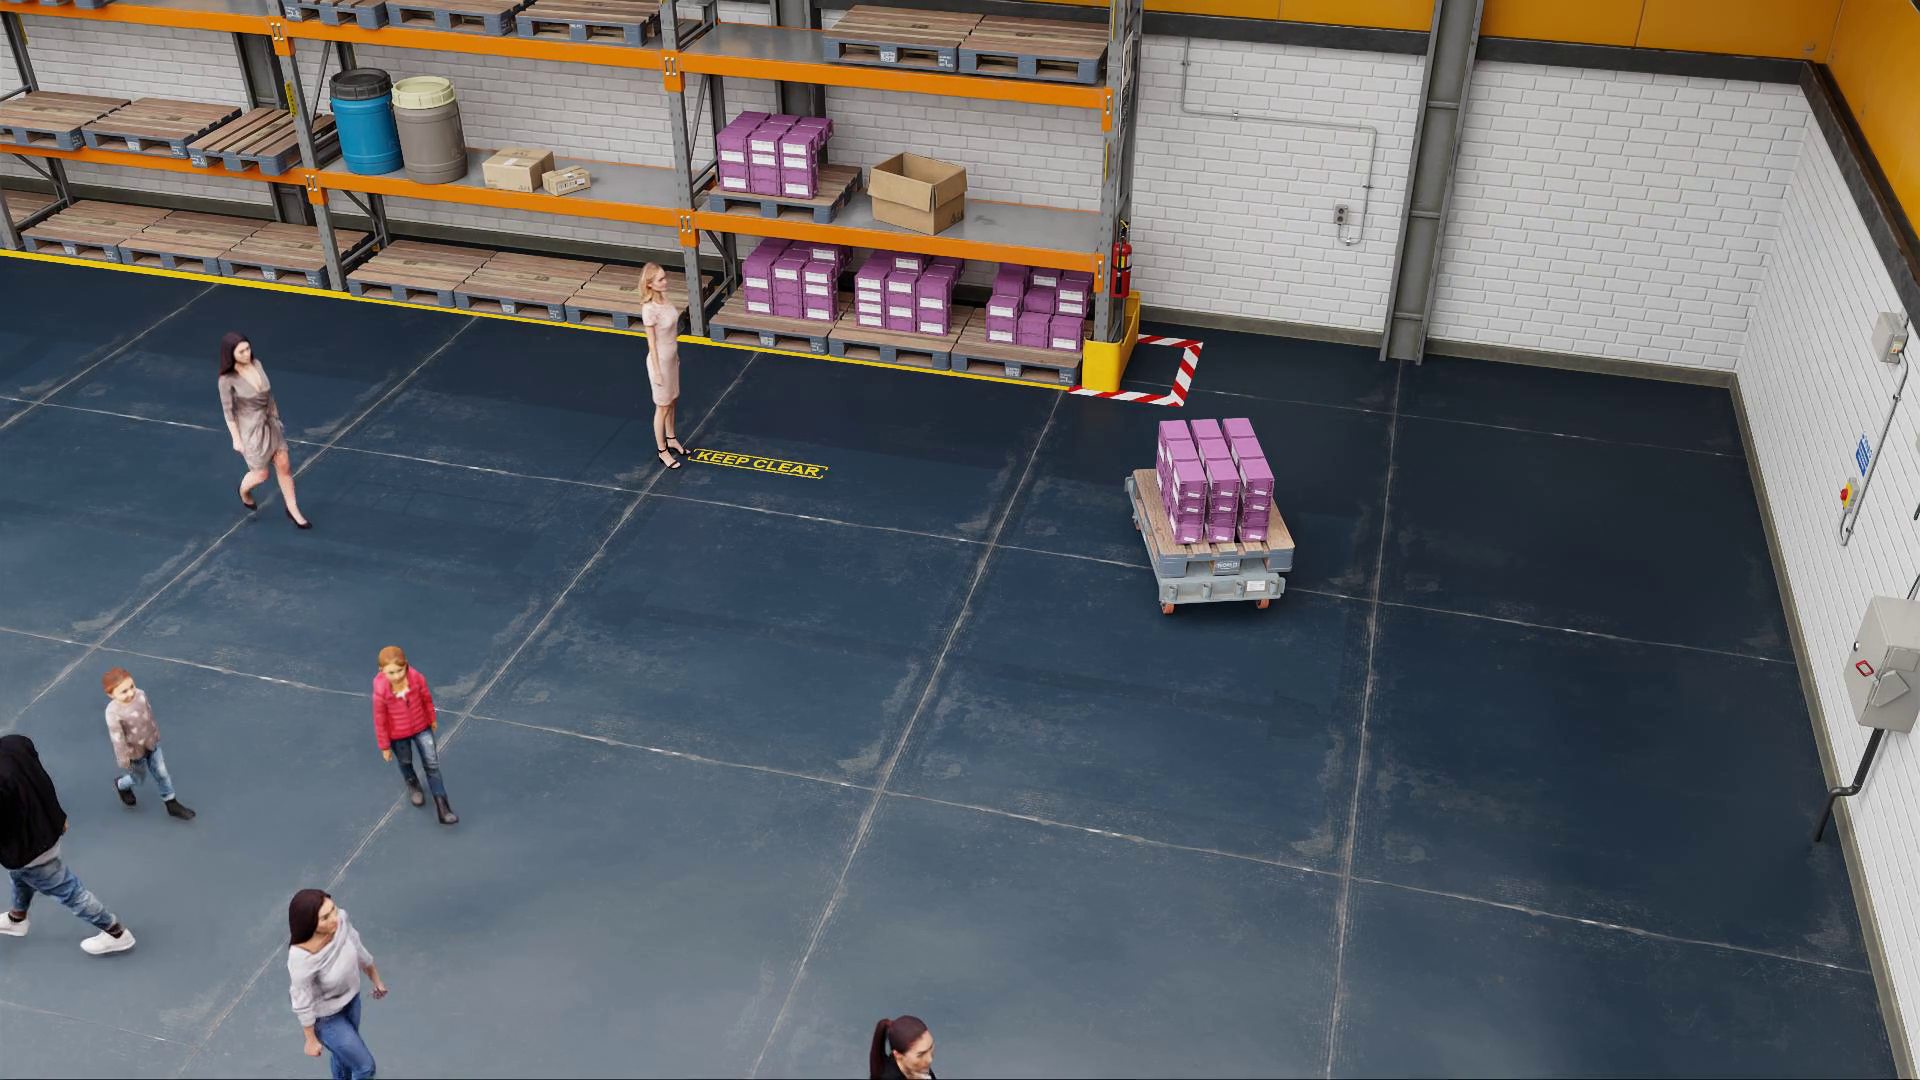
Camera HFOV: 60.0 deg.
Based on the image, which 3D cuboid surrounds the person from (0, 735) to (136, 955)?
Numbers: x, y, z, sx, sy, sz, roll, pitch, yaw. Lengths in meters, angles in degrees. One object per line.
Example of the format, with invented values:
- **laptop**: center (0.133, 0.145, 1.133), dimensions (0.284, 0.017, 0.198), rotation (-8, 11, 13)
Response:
- **person**: center (-5.075, 1.665, 9.234), dimensions (1.252, 1.749, 0.996), rotation (-3, 34, -5)

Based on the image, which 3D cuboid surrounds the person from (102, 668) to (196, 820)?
- **person**: center (-5.151, 1.259, 10.357), dimensions (0.803, 1.182, 0.560), rotation (14, 36, 20)

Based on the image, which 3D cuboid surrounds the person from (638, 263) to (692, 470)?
- **person**: center (-2.482, -1.466, 13.871), dimensions (0.484, 1.830, 0.570), rotation (8, 34, 12)

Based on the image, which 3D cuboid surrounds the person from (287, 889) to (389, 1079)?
- **person**: center (-3.204, 2.344, 8.331), dimensions (0.663, 1.617, 0.645), rotation (6, 34, 9)

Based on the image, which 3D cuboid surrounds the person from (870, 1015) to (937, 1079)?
- **person**: center (-0.271, 2.781, 7.635), dimensions (0.538, 1.661, 0.595), rotation (7, 34, 11)

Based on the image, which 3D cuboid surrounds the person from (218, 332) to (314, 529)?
- **person**: center (-5.546, -0.850, 13.030), dimensions (0.908, 1.735, 0.668), rotation (13, 36, 19)

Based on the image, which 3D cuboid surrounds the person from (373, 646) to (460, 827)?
- **person**: center (-3.470, 1.162, 10.406), dimensions (0.854, 1.289, 0.923), rotation (-19, 38, -26)
